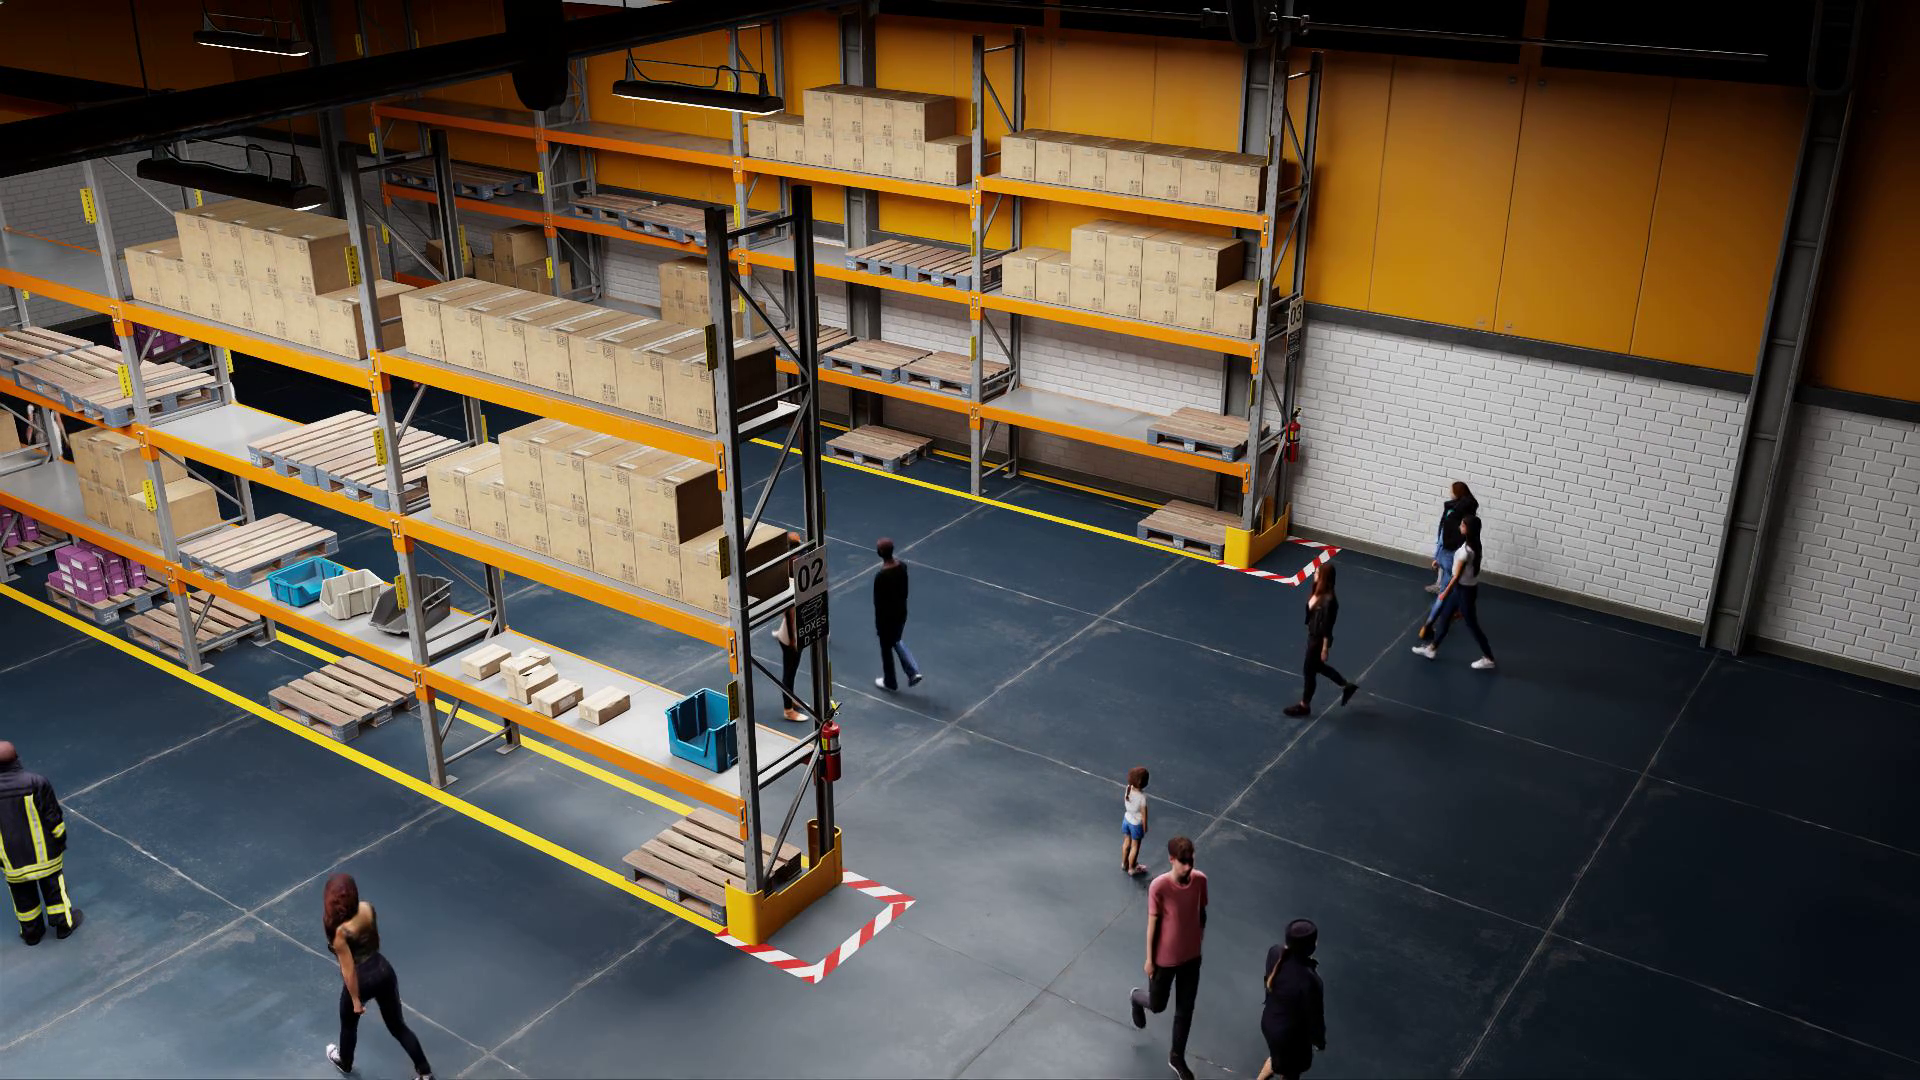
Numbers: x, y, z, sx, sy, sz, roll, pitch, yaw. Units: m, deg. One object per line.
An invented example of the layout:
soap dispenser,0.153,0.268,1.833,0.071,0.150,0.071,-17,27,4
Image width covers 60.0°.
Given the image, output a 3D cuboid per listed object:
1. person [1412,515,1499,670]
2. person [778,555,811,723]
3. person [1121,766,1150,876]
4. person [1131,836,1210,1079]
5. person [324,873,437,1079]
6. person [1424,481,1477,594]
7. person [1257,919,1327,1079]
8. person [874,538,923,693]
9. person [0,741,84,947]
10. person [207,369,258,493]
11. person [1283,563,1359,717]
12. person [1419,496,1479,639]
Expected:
person,5.427,0.605,17.558,1.183,1.731,0.790,9,25,19
person,-1.703,0.952,16.697,0.678,1.785,0.664,2,24,4
person,1.501,2.408,14.324,0.532,1.016,0.449,-13,27,-27
person,1.509,2.932,11.973,0.976,1.940,1.132,-9,25,-20
person,-4.073,3.171,11.706,1.222,1.715,0.822,7,24,15
person,5.746,0.026,19.201,0.708,1.474,0.813,-15,28,-31
person,2.199,3.343,11.378,0.914,1.664,0.835,-9,25,-20
person,-0.634,0.807,17.092,0.849,1.733,0.661,21,31,39
person,-7.492,2.400,13.341,0.866,1.819,0.904,-6,24,-14
person,-9.665,-1.466,22.255,0.993,1.762,0.784,6,24,15
person,3.693,1.005,16.683,1.072,1.698,0.912,1,24,3
person,5.336,0.330,18.251,1.017,1.679,1.052,-12,26,-25
